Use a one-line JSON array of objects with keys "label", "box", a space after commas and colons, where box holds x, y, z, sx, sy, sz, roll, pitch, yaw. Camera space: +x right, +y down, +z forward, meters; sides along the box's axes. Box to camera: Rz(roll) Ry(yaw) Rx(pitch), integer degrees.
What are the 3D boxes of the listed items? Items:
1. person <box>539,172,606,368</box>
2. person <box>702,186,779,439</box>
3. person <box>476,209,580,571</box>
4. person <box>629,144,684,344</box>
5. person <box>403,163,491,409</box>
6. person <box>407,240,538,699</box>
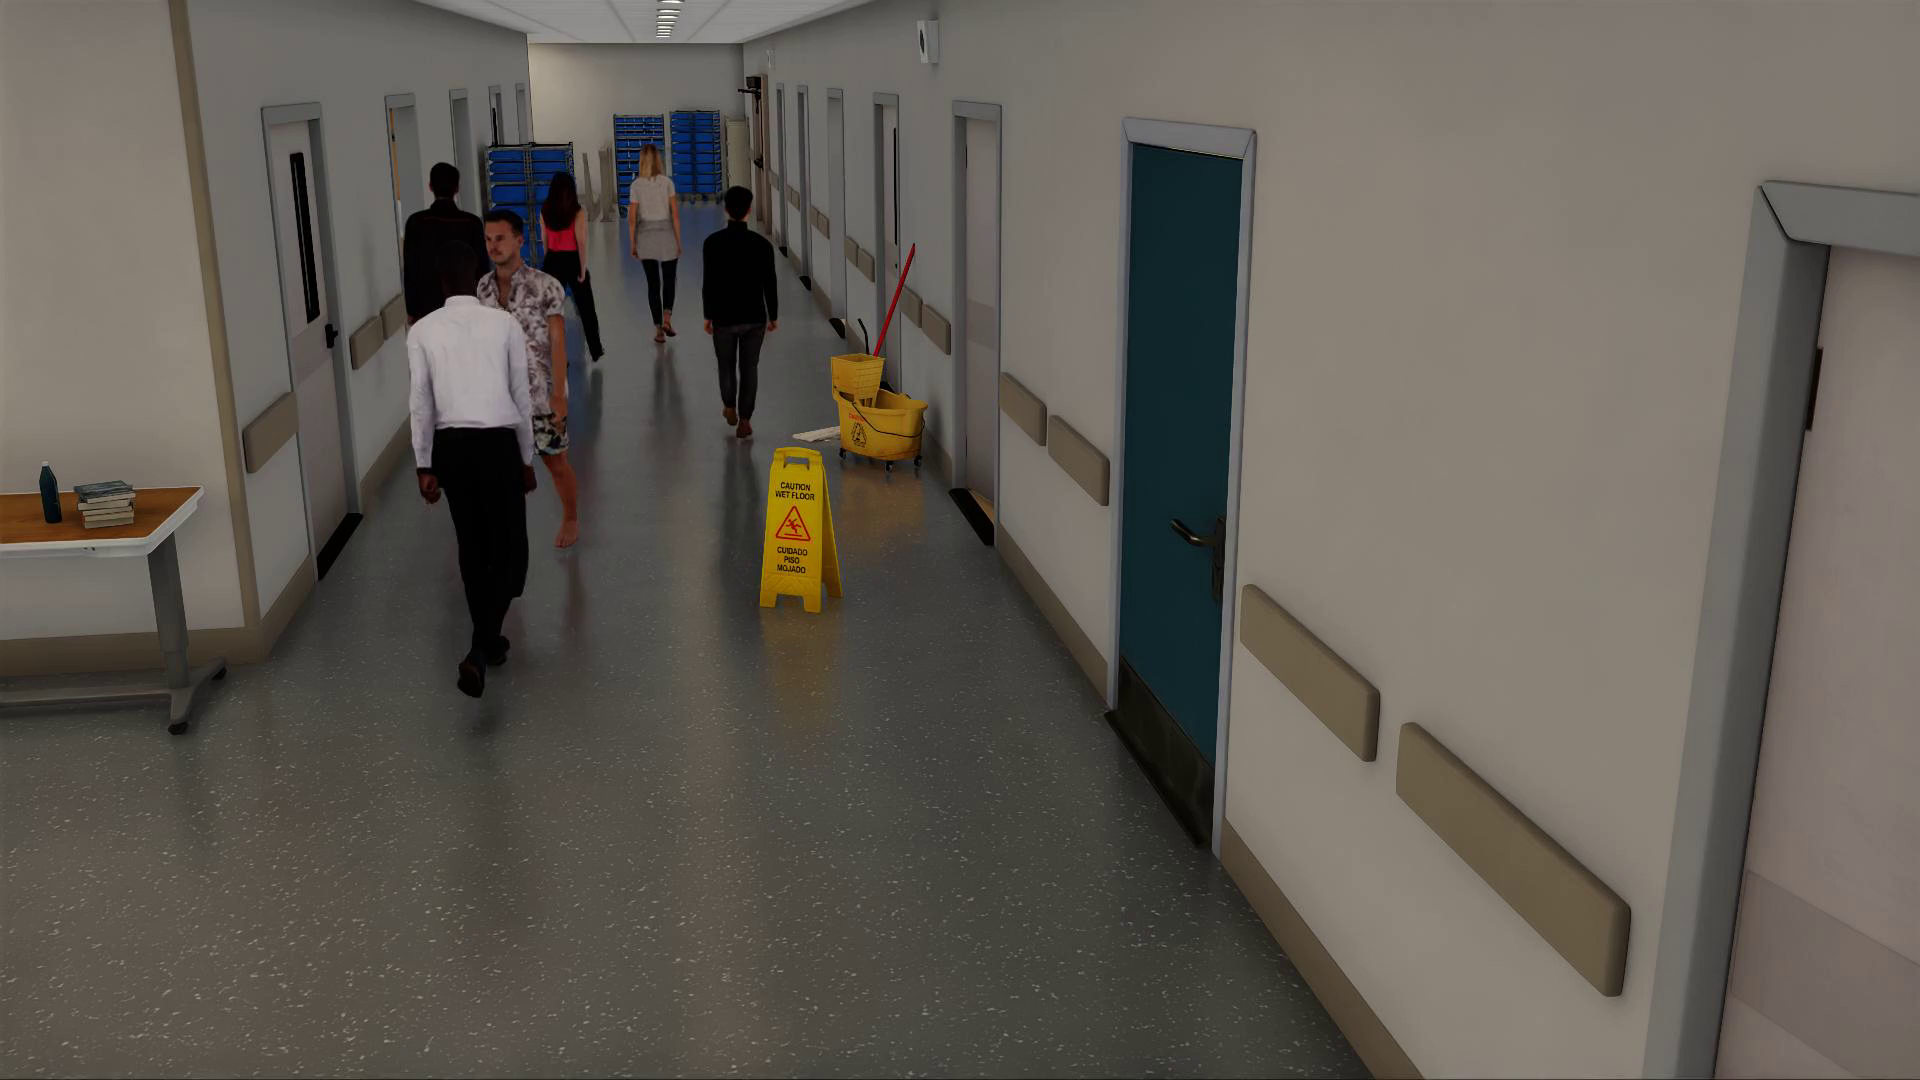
[{"label": "person", "box": [-3.354, -2.234, 14.000, 0.747, 1.633, 1.006, 1, 16, 4]}, {"label": "person", "box": [-1.516, -1.532, 11.392, 0.695, 1.698, 0.960, -2, 16, -6]}, {"label": "person", "box": [-2.181, -0.773, 8.538, 0.929, 1.785, 1.212, 3, 16, 9]}, {"label": "person", "box": [-2.798, -2.719, 15.381, 0.633, 1.818, 0.606, -3, 16, -11]}, {"label": "person", "box": [-3.220, -1.388, 10.502, 0.875, 1.903, 1.154, -7, 17, -24]}, {"label": "person", "box": [-1.938, -0.245, 6.650, 0.697, 1.794, 1.178, -2, 16, -7]}]
